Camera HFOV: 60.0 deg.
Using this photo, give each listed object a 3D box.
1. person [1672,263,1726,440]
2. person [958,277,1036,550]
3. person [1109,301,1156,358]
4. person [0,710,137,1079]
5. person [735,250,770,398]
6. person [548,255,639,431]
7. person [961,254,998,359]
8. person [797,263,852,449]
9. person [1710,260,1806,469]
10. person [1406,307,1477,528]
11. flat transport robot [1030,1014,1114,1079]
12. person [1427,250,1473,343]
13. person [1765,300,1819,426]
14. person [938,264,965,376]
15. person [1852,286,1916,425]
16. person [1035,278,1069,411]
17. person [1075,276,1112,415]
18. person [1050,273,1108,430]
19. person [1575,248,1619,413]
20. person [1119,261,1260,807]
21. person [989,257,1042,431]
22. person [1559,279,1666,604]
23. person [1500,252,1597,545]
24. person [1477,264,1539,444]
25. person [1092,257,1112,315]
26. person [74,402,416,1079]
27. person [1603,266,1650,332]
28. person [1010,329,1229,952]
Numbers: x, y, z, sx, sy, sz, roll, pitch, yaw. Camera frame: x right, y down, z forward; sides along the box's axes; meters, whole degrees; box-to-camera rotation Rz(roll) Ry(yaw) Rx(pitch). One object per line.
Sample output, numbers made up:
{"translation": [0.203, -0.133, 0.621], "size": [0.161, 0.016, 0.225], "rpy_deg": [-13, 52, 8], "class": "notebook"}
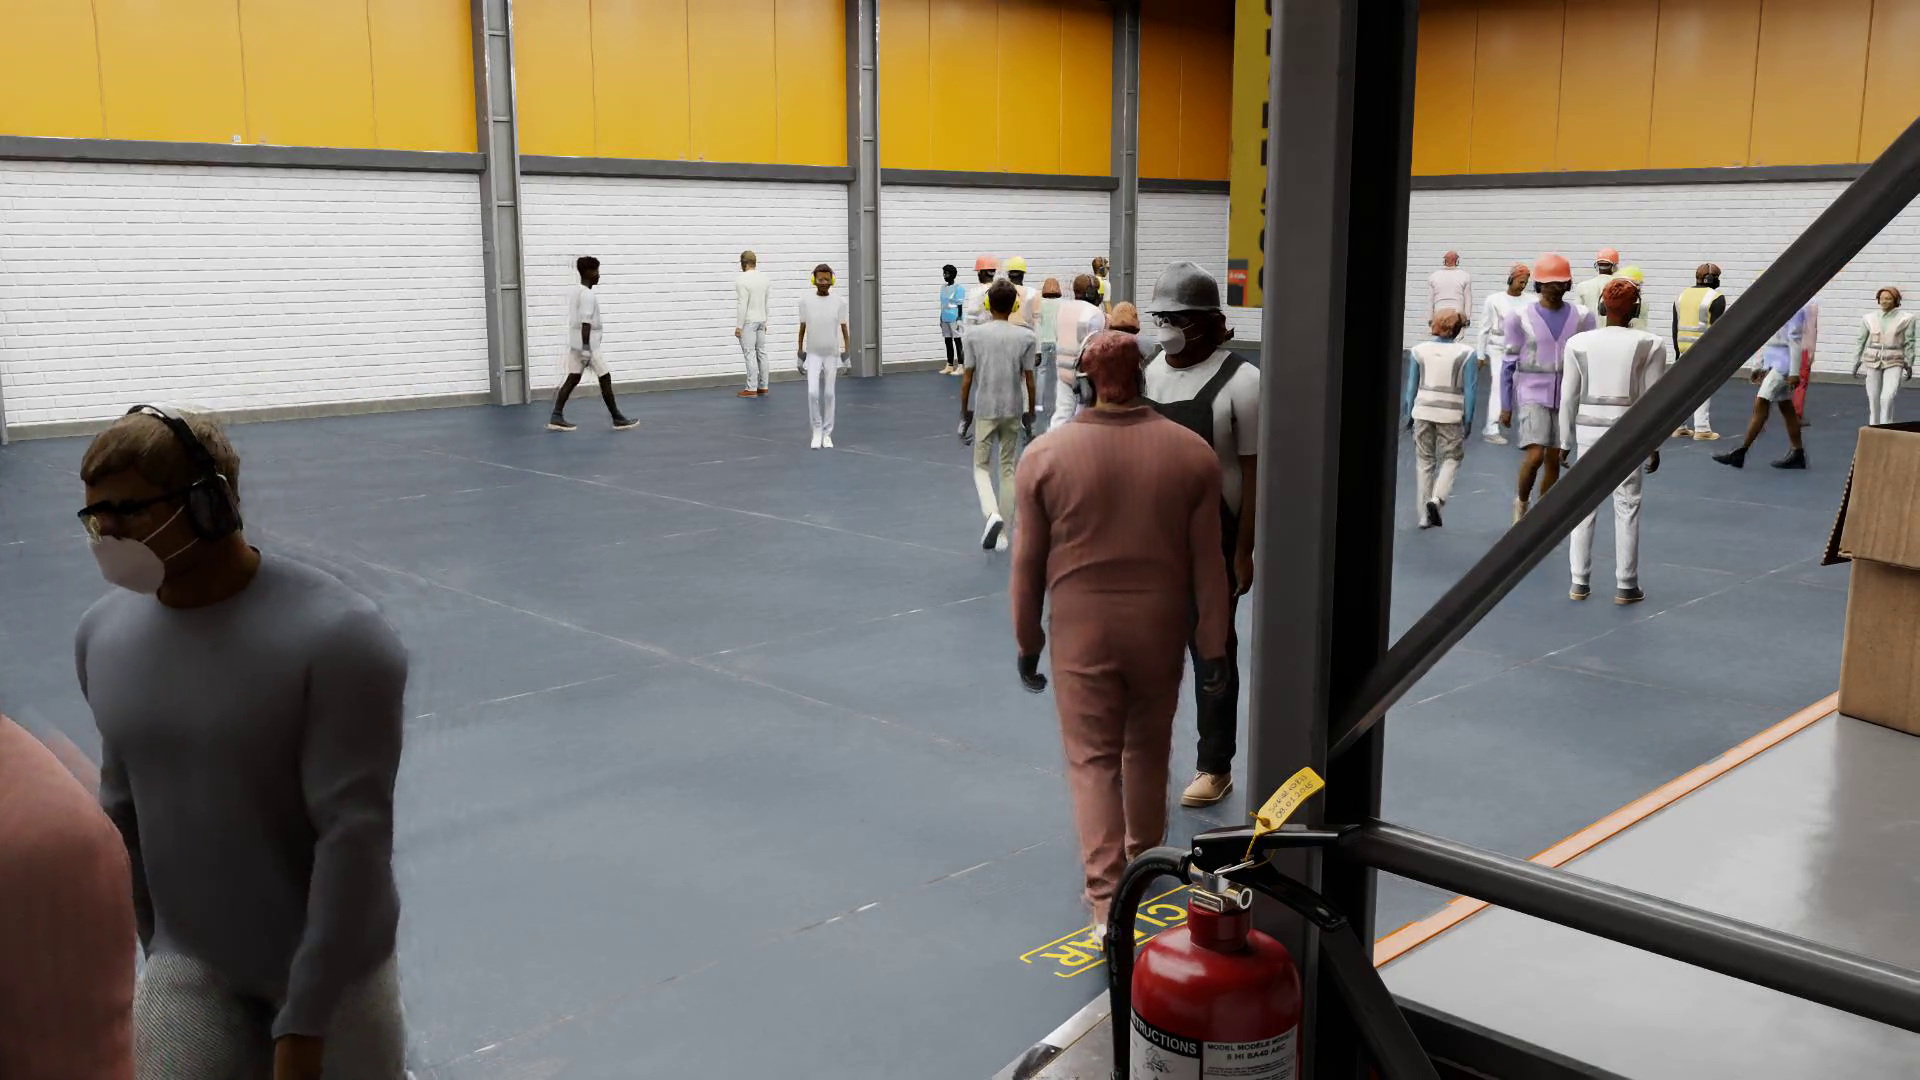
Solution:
{"translation": [7.758, -1.969, 17.430], "size": [0.429, 1.839, 0.629], "rpy_deg": [-4, 11, -22], "class": "person"}
{"translation": [0.257, -0.821, 11.137], "size": [0.540, 1.851, 0.533], "rpy_deg": [-1, 10, -5], "class": "person"}
{"translation": [1.273, -1.027, 12.869], "size": [0.517, 1.619, 0.361], "rpy_deg": [3, 11, 16], "class": "person"}
{"translation": [-1.222, 0.837, 2.037], "size": [0.631, 1.875, 0.900], "rpy_deg": [6, 12, 31], "class": "person"}
{"translation": [-2.745, -2.844, 21.933], "size": [0.353, 1.936, 0.635], "rpy_deg": [6, 12, 30], "class": "person"}
{"translation": [-4.077, -2.142, 18.176], "size": [0.997, 1.917, 0.621], "rpy_deg": [-5, 12, -27], "class": "person"}
{"translation": [0.269, -2.200, 18.469], "size": [0.657, 1.913, 0.546], "rpy_deg": [10, 14, 44], "class": "person"}
{"translation": [-1.350, -1.818, 16.571], "size": [0.546, 1.848, 0.642], "rpy_deg": [-1, 10, -6], "class": "person"}
{"translation": [7.344, -1.590, 15.193], "size": [0.954, 1.894, 0.563], "rpy_deg": [2, 11, 9], "class": "person"}
{"translation": [3.449, -0.866, 12.015], "size": [0.532, 1.626, 0.424], "rpy_deg": [7, 12, 33], "class": "person"}
{"translation": [0.506, 1.304, 3.864], "size": [0.652, 0.197, 1.431], "rpy_deg": [7, 12, 33], "class": "flat transport robot"}
{"translation": [7.163, -3.271, 24.336], "size": [0.643, 1.913, 0.410], "rpy_deg": [5, 12, 26], "class": "person"}
{"translation": [9.298, -2.132, 18.561], "size": [0.537, 1.748, 0.535], "rpy_deg": [-3, 11, -18], "class": "person"}
{"translation": [-0.133, -3.353, 25.390], "size": [0.318, 1.691, 0.531], "rpy_deg": [-8, 13, -39], "class": "person"}
{"translation": [9.267, -1.731, 16.731], "size": [0.621, 1.615, 0.542], "rpy_deg": [-10, 14, -43], "class": "person"}
{"translation": [1.099, -2.368, 20.218], "size": [0.514, 1.624, 0.318], "rpy_deg": [2, 11, 11], "class": "person"}
{"translation": [1.216, -1.634, 15.851], "size": [0.529, 1.746, 0.619], "rpy_deg": [5, 12, 28], "class": "person"}
{"translation": [1.128, -1.420, 14.547], "size": [0.941, 1.791, 0.657], "rpy_deg": [-8, 13, -37], "class": "person"}
{"translation": [7.086, -2.219, 18.369], "size": [0.625, 1.992, 0.389], "rpy_deg": [6, 12, 28], "class": "person"}
{"translation": [0.811, -0.020, 6.255], "size": [0.675, 2.000, 0.536], "rpy_deg": [9, 14, 40], "class": "person"}
{"translation": [0.628, -2.086, 17.910], "size": [0.603, 1.892, 0.824], "rpy_deg": [3, 11, 14], "class": "person"}
{"translation": [3.781, -0.567, 9.671], "size": [0.574, 1.883, 0.361], "rpy_deg": [7, 12, 33], "class": "person"}
{"translation": [4.057, -0.955, 11.429], "size": [0.635, 2.022, 0.459], "rpy_deg": [0, 10, -1], "class": "person"}
{"translation": [5.678, -1.948, 17.352], "size": [0.601, 1.850, 0.864], "rpy_deg": [-1, 10, -4], "class": "person"}
{"translation": [1.853, -2.888, 22.431], "size": [0.324, 1.842, 0.514], "rpy_deg": [-9, 13, -39], "class": "person"}
{"translation": [-1.182, 0.708, 2.750], "size": [0.618, 1.874, 1.040], "rpy_deg": [2, 11, 11], "class": "person"}
{"translation": [7.058, -1.978, 17.557], "size": [0.597, 1.806, 0.591], "rpy_deg": [-6, 12, -31], "class": "person"}
{"translation": [0.494, 0.288, 5.107], "size": [0.672, 1.859, 0.947], "rpy_deg": [-1, 10, -4], "class": "person"}
